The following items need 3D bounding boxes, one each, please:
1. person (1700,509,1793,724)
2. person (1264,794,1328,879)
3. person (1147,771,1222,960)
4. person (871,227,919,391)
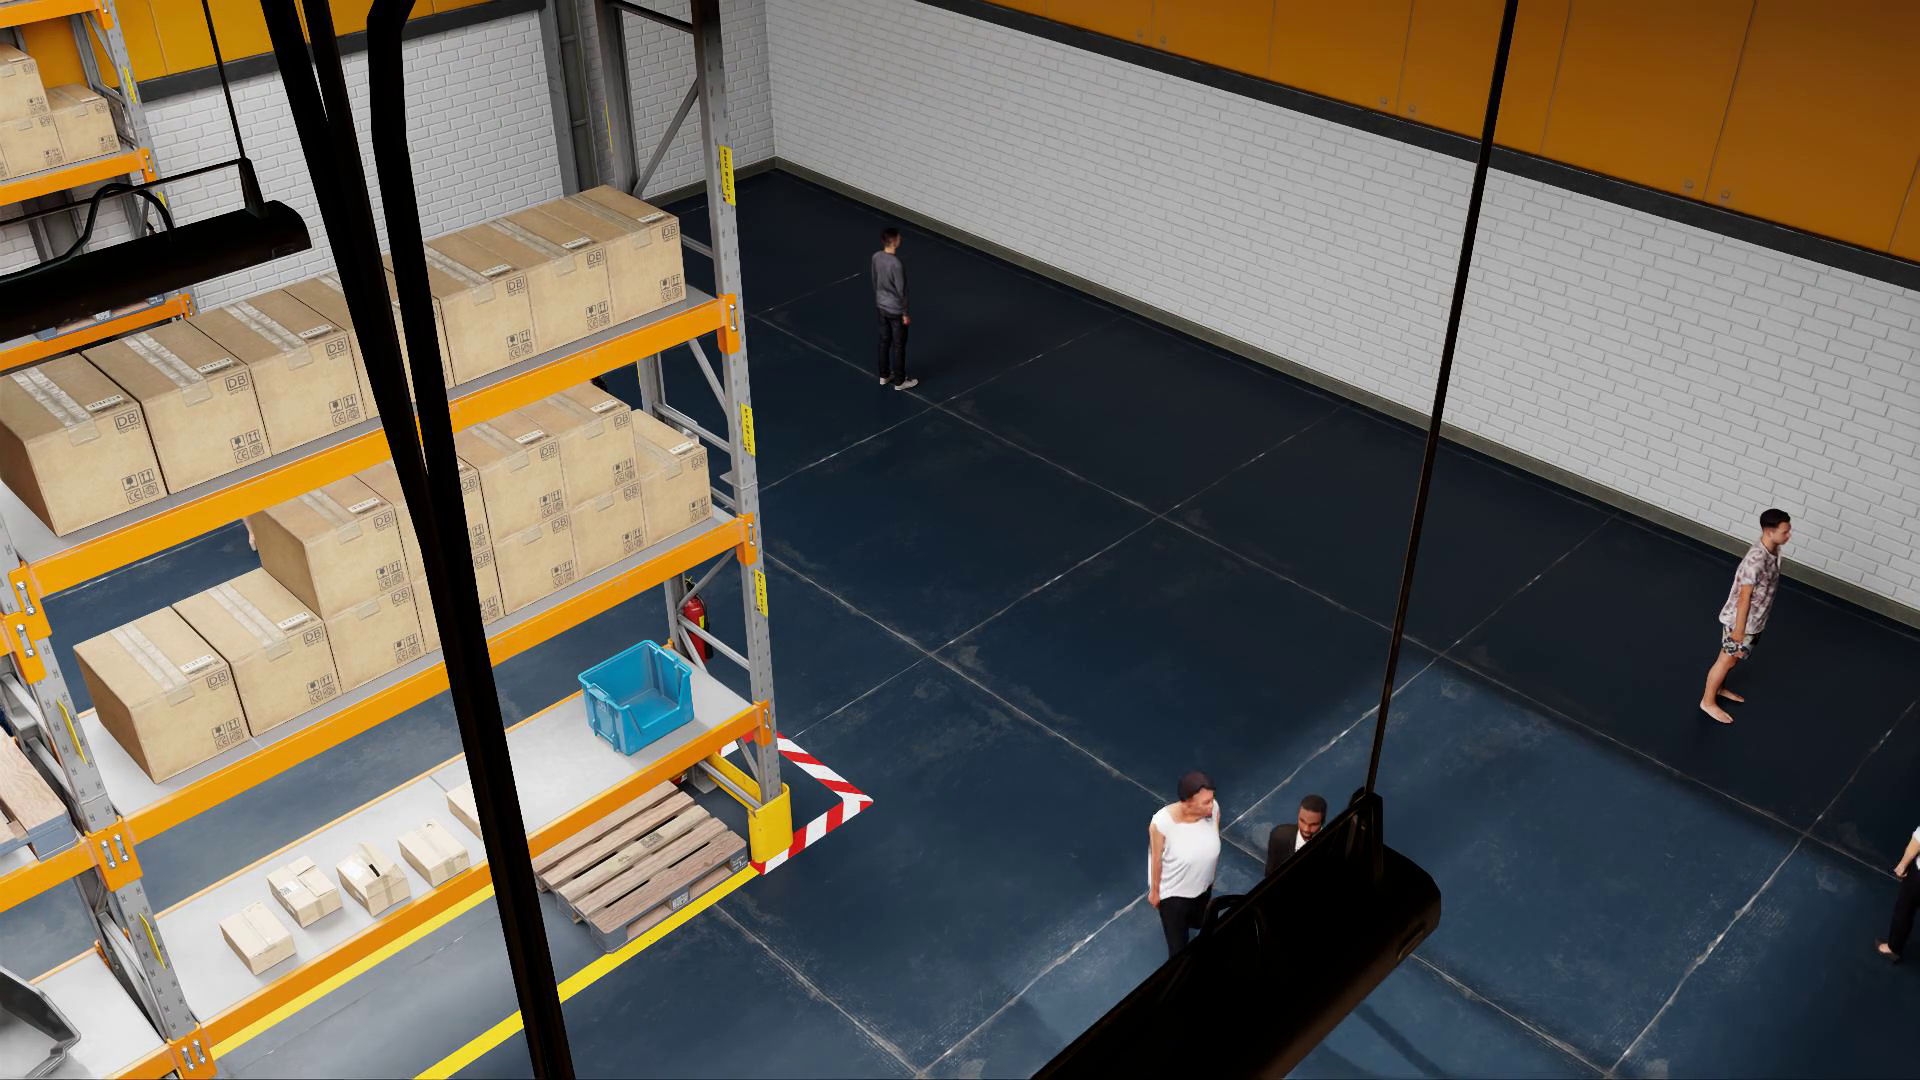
[{"bbox_3d":[6.028,0.538,12.757,0.749,1.816,0.540,23,40,31],"label":"person"},{"bbox_3d":[2.121,2.234,10.264,1.041,1.751,1.300,11,35,15],"label":"person"},{"bbox_3d":[1.408,2.112,10.526,0.929,1.665,0.915,-12,35,-17],"label":"person"},{"bbox_3d":[-0.706,-2.402,17.230,0.607,1.760,0.527,29,43,36],"label":"person"}]
